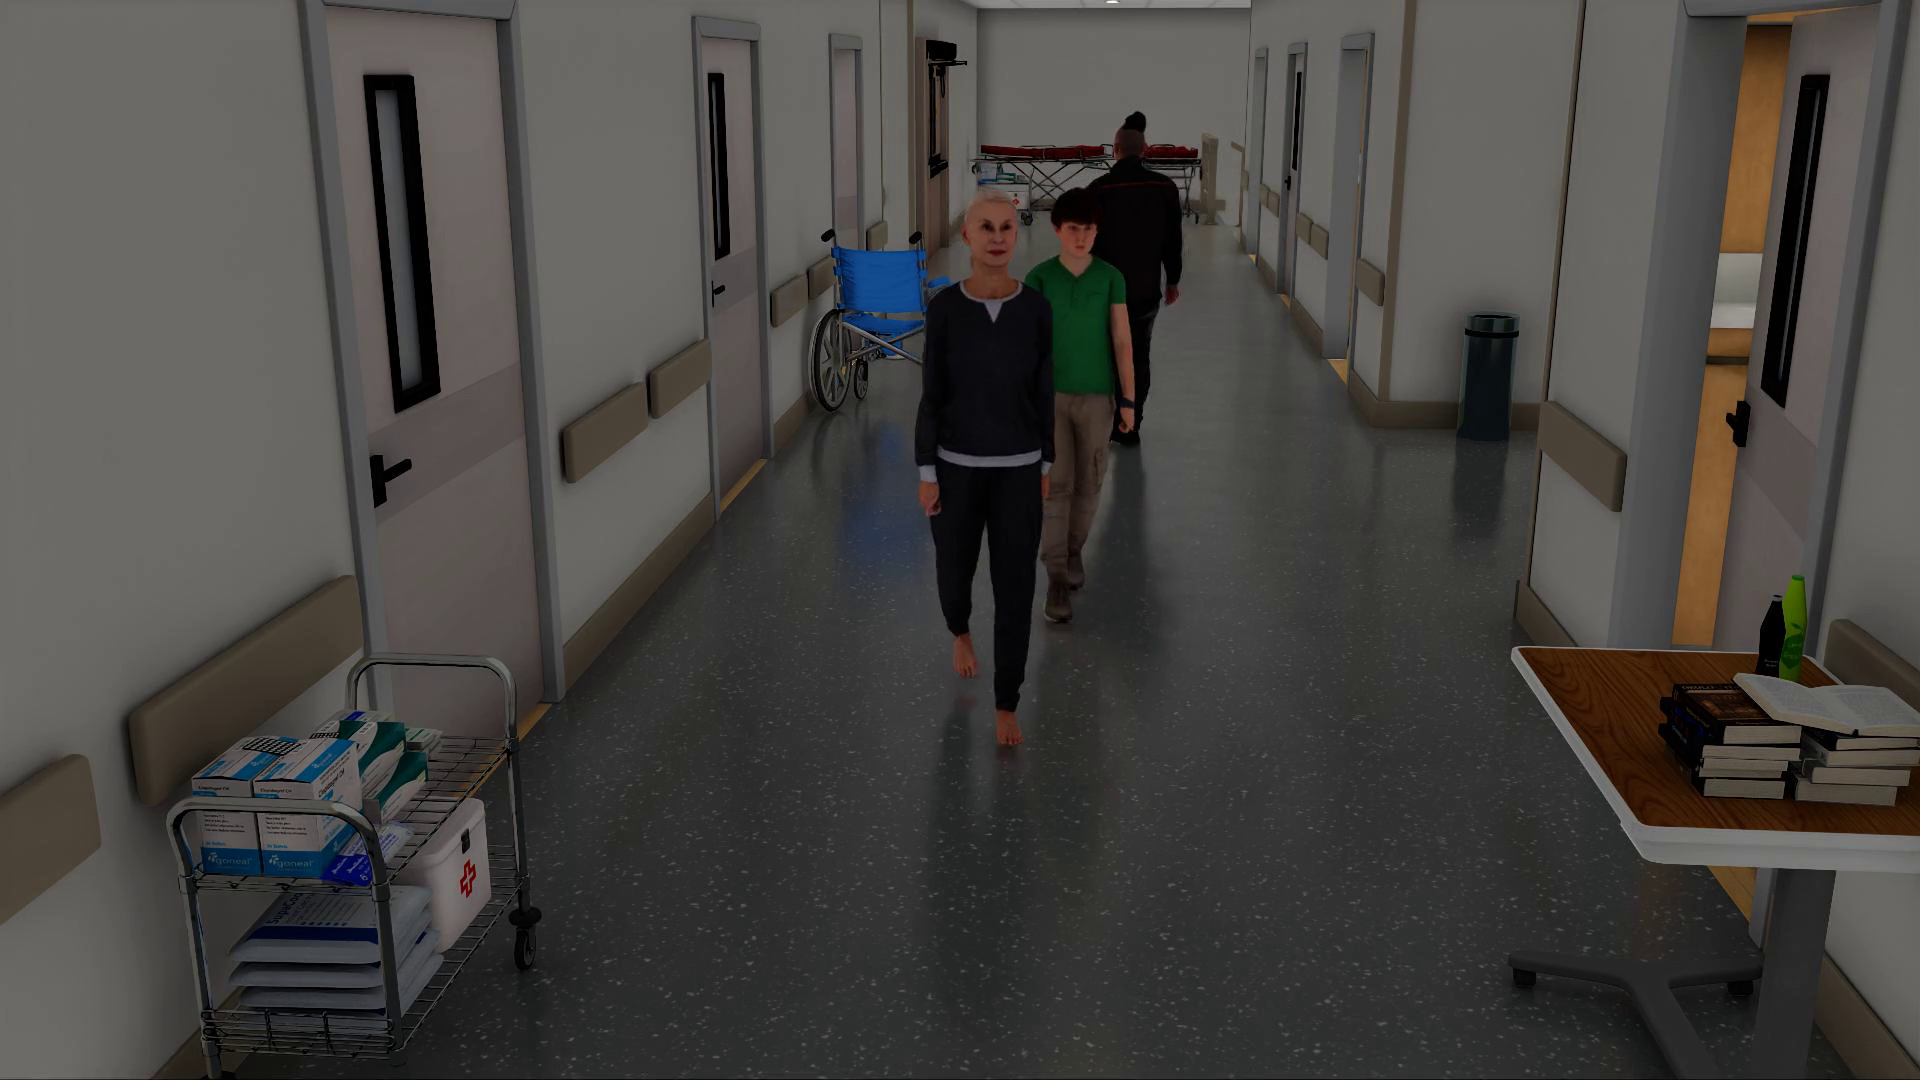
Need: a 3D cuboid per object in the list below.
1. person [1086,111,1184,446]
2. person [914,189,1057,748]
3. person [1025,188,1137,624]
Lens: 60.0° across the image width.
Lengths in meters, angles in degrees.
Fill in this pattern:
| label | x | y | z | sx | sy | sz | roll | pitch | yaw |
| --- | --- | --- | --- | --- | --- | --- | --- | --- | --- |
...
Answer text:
| label | x | y | z | sx | sy | sz | roll | pitch | yaw |
| --- | --- | --- | --- | --- | --- | --- | --- | --- | --- |
| person | 0.980 | -1.449 | 9.364 | 0.921 | 1.846 | 0.967 | -5 | 16 | -16 |
| person | 0.070 | -0.260 | 5.429 | 0.716 | 1.691 | 1.115 | -1 | 16 | -3 |
| person | 0.453 | -0.559 | 6.609 | 0.666 | 1.626 | 0.983 | 0 | 16 | -1 |
